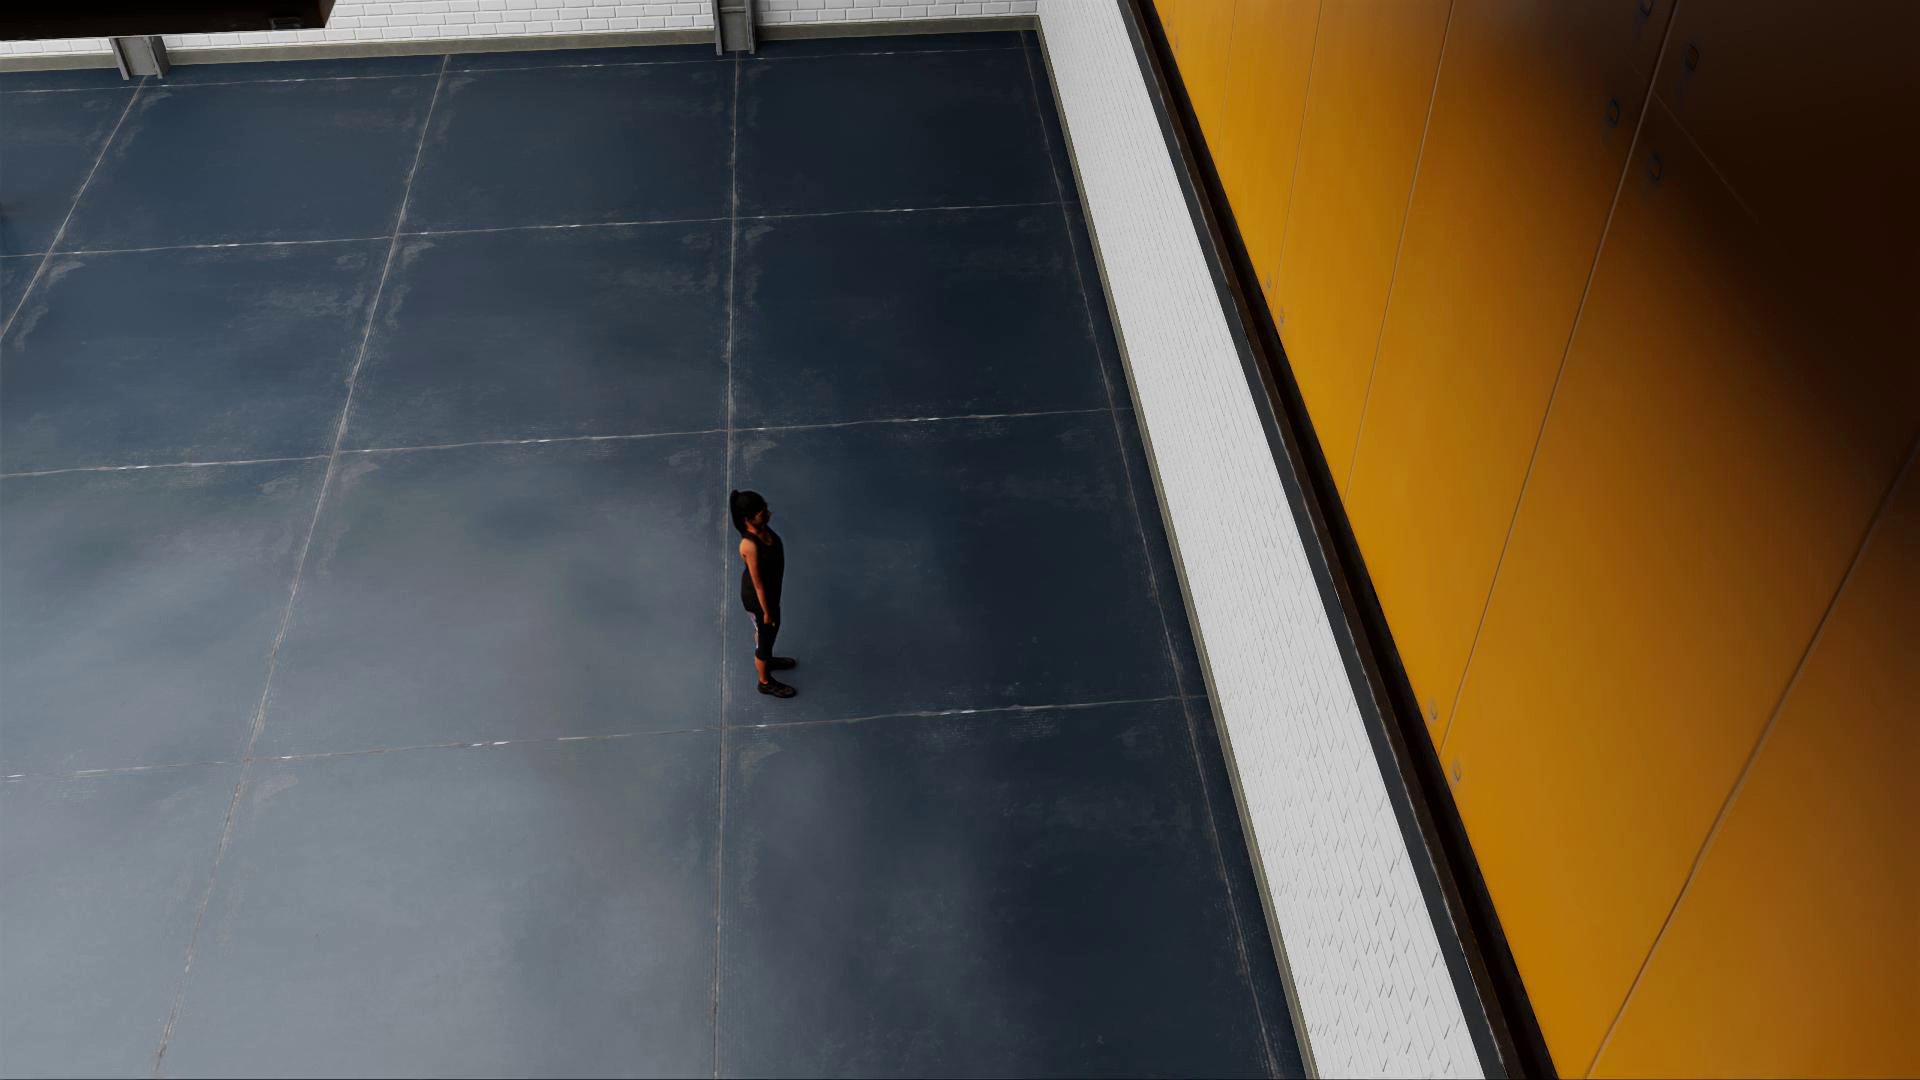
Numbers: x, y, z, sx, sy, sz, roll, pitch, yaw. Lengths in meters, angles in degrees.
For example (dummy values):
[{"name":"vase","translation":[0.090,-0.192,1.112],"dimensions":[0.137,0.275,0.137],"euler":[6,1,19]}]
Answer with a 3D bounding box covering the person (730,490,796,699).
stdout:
[{"name":"person","translation":[-1.245,0.319,10.445],"dimensions":[0.489,1.661,0.569],"euler":[-3,44,-3]}]
